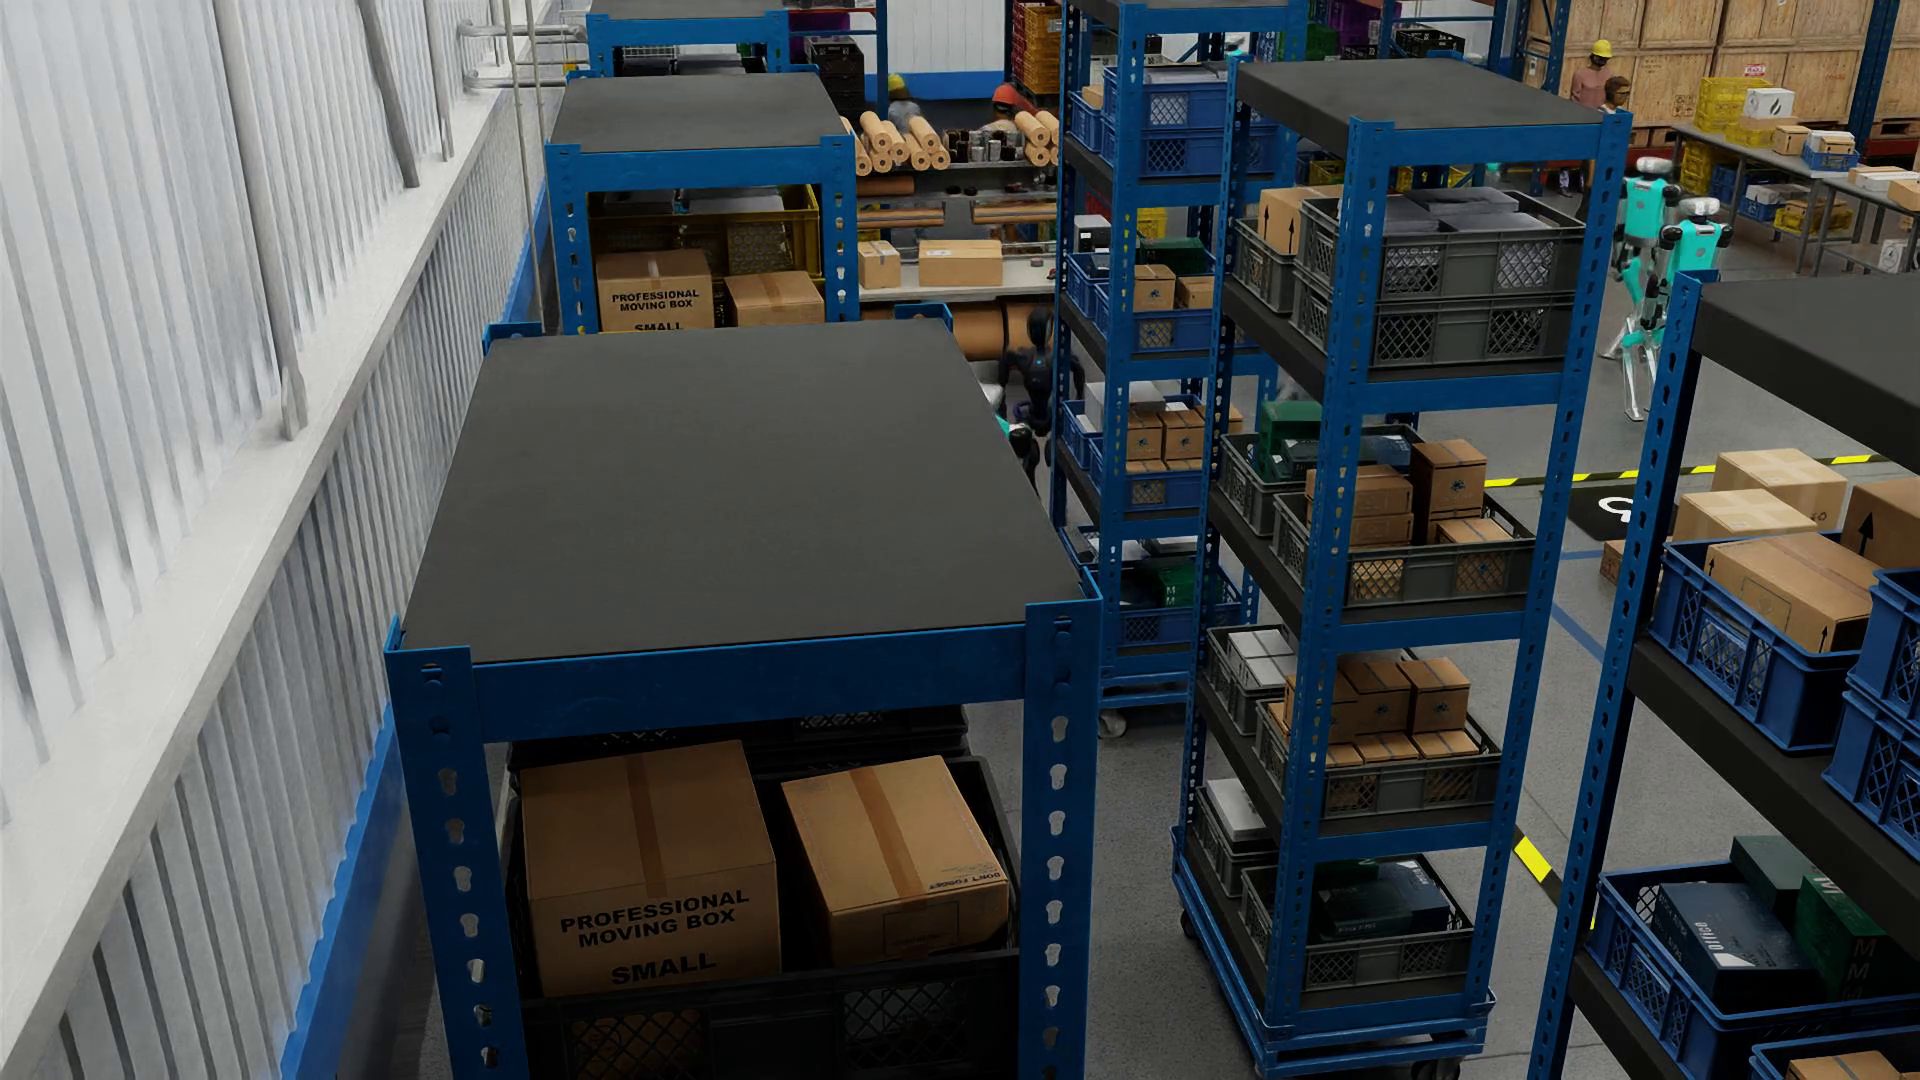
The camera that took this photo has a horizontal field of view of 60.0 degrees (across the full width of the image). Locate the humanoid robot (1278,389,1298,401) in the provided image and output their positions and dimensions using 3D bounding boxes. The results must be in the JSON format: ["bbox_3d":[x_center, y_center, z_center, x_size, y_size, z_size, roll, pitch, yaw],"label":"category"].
[{"bbox_3d":[2.855,-1.824,12.604,0.739,1.621,0.600,11,27,22],"label":"humanoid robot"}]

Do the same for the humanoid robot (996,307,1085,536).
[{"bbox_3d":[0.498,-0.634,10.044,0.583,1.623,0.754,4,25,9],"label":"humanoid robot"}]

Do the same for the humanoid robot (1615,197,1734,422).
[{"bbox_3d":[5.108,-1.714,12.107,0.533,1.677,0.735,-4,25,-9],"label":"humanoid robot"}]

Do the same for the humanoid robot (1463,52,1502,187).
[{"bbox_3d":[5.669,-4.299,18.026,0.722,1.906,0.546,6,25,14],"label":"humanoid robot"}]

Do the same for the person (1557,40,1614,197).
[{"bbox_3d":[7.154,-4.789,18.930,0.525,1.760,0.335,-5,25,-12],"label":"person"}]

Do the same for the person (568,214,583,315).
[{"bbox_3d":[-2.713,-1.856,12.435,0.513,1.857,0.335,-17,30,-32],"label":"person"}]

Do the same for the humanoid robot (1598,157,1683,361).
[{"bbox_3d":[5.631,-2.274,13.522,1.059,1.737,0.542,-20,31,-36],"label":"humanoid robot"}]

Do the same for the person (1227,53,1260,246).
[{"bbox_3d":[2.805,-3.780,16.449,0.605,1.997,0.973,-5,25,-11],"label":"person"}]

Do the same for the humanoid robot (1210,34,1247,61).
[{"bbox_3d":[3.240,-5.042,19.513,0.530,1.792,0.795,13,28,26],"label":"humanoid robot"}]

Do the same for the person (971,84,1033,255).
[{"bbox_3d":[0.372,-3.213,15.314,0.566,1.914,0.478,-6,25,-13],"label":"person"}]

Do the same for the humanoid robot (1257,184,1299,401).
[{"bbox_3d":[2.495,-1.722,12.305,0.668,1.814,0.538,13,28,26],"label":"humanoid robot"}]

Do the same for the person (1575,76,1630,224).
[{"bbox_3d":[6.247,-3.601,16.260,0.332,1.836,0.503,21,32,37],"label":"person"}]

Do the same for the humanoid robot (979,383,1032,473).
[{"bbox_3d":[0.074,0.008,8.645,0.556,1.886,0.767,0,25,0],"label":"humanoid robot"}]

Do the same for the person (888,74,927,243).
[{"bbox_3d":[-0.630,-3.938,17.179,0.531,1.661,0.877,-15,29,-30],"label":"person"}]

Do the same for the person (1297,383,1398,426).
[{"bbox_3d":[2.118,-0.319,9.125,0.608,1.830,0.606,2,25,4],"label":"person"}]
